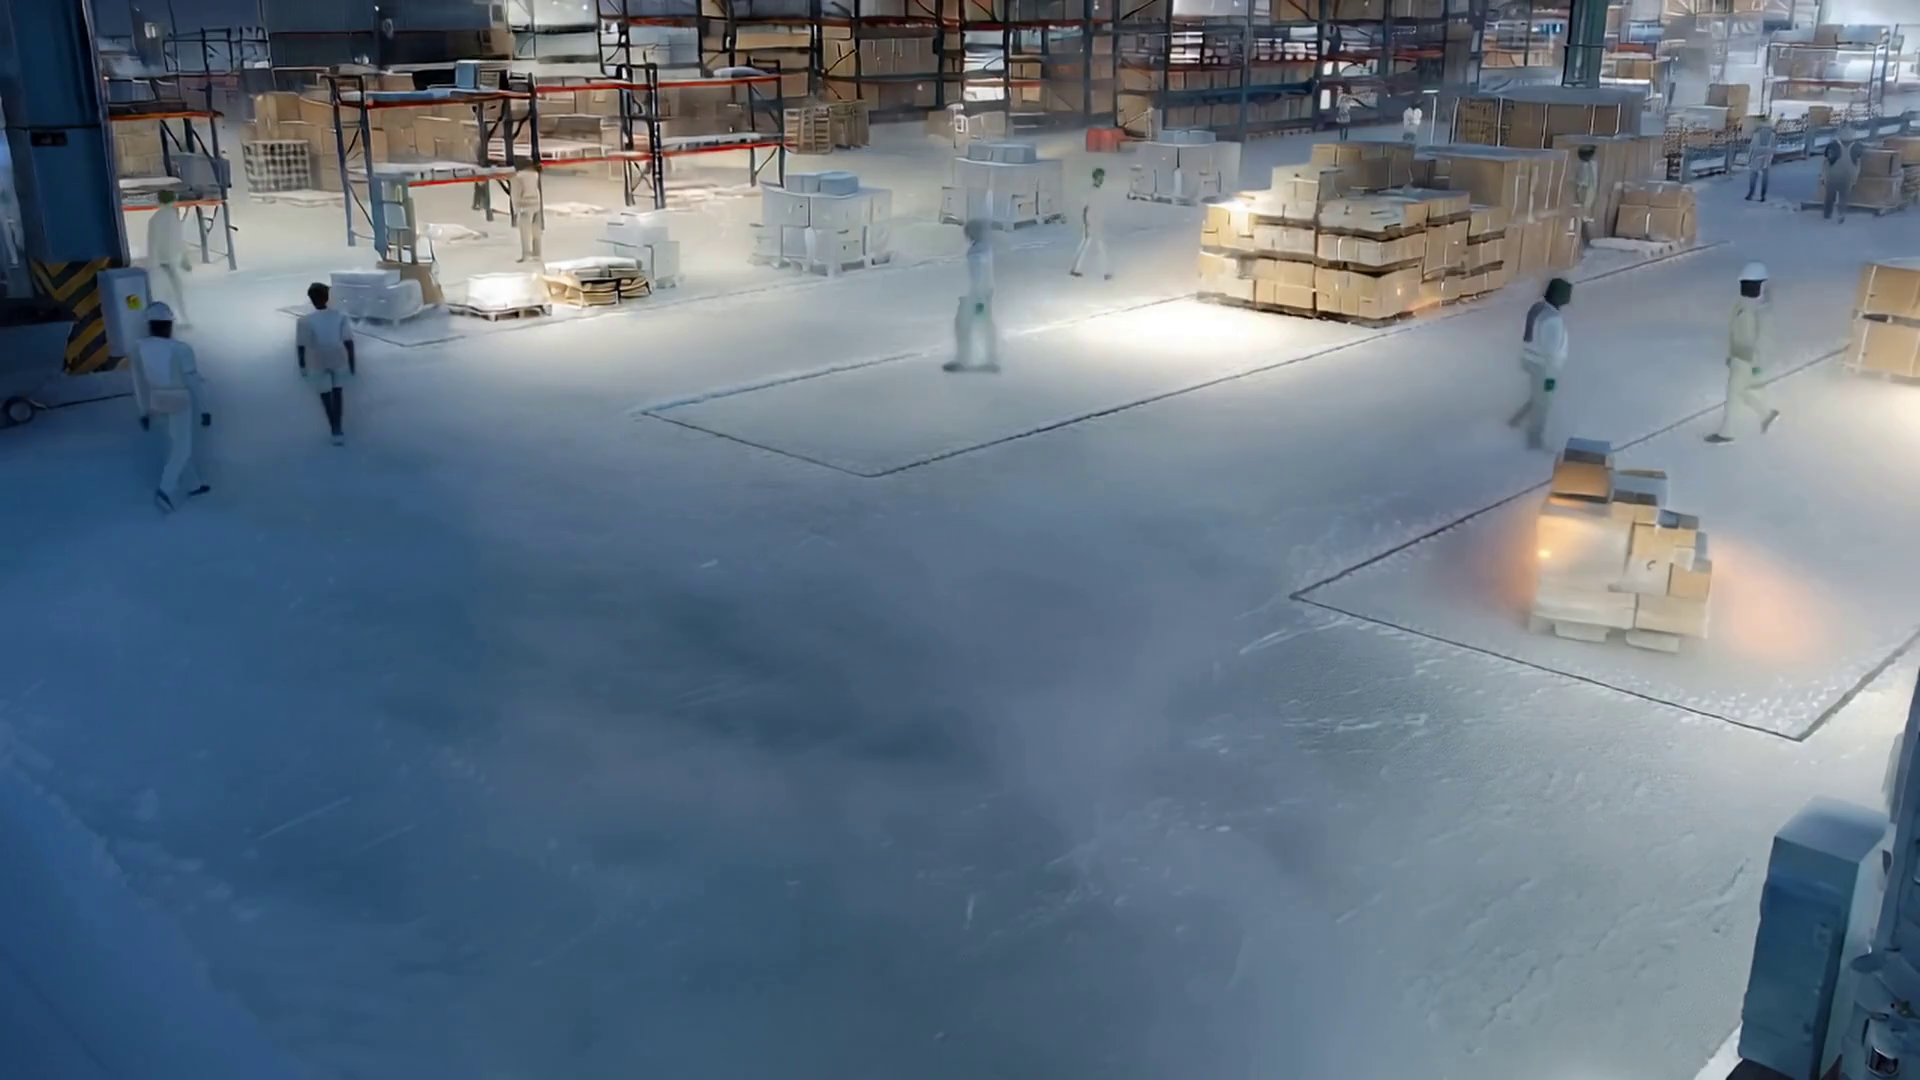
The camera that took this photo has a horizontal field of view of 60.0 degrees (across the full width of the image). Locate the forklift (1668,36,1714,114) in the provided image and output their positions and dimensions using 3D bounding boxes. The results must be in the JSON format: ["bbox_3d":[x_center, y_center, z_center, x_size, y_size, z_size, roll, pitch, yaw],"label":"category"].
[{"bbox_3d":[27.341,-17.291,61.877,1.129,2.768,1.873,17,25,41],"label":"forklift"}]

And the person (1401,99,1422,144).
[{"bbox_3d":[12.287,-11.178,45.346,0.532,1.677,0.481,-1,18,-2],"label":"person"}]

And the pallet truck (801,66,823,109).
[{"bbox_3d":[-4.812,-15.182,56.903,0.823,1.965,1.885,-9,21,-26],"label":"pallet truck"}]

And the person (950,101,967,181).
[{"bbox_3d":[-0.053,-9.732,40.601,0.387,1.929,0.539,11,21,31],"label":"person"}]

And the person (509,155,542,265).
[{"bbox_3d":[-7.406,-5.608,28.302,0.430,1.845,0.621,12,22,31],"label":"person"}]

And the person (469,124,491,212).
[{"bbox_3d":[-10.157,-7.823,35.046,0.363,1.805,0.679,-9,20,-25],"label":"person"}]

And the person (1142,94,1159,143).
[{"bbox_3d":[4.909,-10.533,42.965,0.401,1.949,0.660,-1,18,-4],"label":"person"}]

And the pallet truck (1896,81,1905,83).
[{"bbox_3d":[34.802,-16.331,61.455,0.653,1.274,1.630,17,25,41],"label":"pallet truck"}]

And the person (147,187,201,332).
[{"bbox_3d":[-10.938,-3.848,22.812,0.850,1.966,0.619,2,18,6],"label":"person"}]

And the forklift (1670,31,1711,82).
[{"bbox_3d":[30.893,-19.903,69.747,1.873,2.768,1.129,-4,19,-11],"label":"forklift"}]

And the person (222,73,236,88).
[{"bbox_3d":[-23.752,-14.221,54.151,0.601,1.906,0.443,12,22,32],"label":"person"}]

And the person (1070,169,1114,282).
[{"bbox_3d":[2.147,-5.062,26.730,0.593,1.798,0.997,-14,23,-37],"label":"person"}]

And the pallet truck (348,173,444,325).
[{"bbox_3d":[-8.209,-4.181,23.757,0.823,1.965,1.885,3,19,9],"label":"pallet truck"}]

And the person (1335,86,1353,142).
[{"bbox_3d":[11.773,-13.023,50.861,0.319,1.698,0.538,-10,21,-28],"label":"person"}]

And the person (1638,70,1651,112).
[{"bbox_3d":[25.847,-16.920,62.766,0.814,1.595,0.521,-12,22,-33],"label":"person"}]

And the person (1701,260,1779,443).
[{"bbox_3d":[8.142,-1.925,17.102,0.717,1.911,0.600,1,18,3],"label":"person"}]

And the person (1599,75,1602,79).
[{"bbox_3d":[22.166,-15.552,58.182,0.641,1.899,0.394,14,23,36],"label":"person"}]

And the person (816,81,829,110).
[{"bbox_3d":[-4.486,-14.061,54.017,0.600,1.684,0.534,16,24,40],"label":"person"}]

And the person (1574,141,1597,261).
[{"bbox_3d":[10.742,-5.860,28.749,0.393,2.039,0.613,12,22,32],"label":"person"}]

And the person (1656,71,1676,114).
[{"bbox_3d":[24.161,-15.157,57.110,0.620,1.809,0.732,17,25,42],"label":"person"}]

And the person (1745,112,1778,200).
[{"bbox_3d":[17.795,-8.526,36.959,0.543,1.928,0.371,2,18,7],"label":"person"}]

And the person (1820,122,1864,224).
[{"bbox_3d":[17.533,-7.314,33.130,0.702,2.000,0.634,6,19,18],"label":"person"}]

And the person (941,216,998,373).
[{"bbox_3d":[0.102,-2.971,20.238,0.807,1.909,0.658,4,19,11],"label":"person"}]

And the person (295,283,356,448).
[{"bbox_3d":[-6.567,-1.825,17.179,0.557,1.649,0.847,-13,22,-33],"label":"person"}]

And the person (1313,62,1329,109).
[{"bbox_3d":[13.592,-17.056,62.662,0.634,1.923,0.431,-4,19,-13],"label":"person"}]

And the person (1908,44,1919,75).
[{"bbox_3d":[46.723,-23.280,81.394,0.545,1.938,0.358,-3,19,-10],"label":"person"}]

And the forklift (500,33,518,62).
[{"bbox_3d":[-17.950,-18.779,66.360,1.129,2.768,1.873,17,25,41],"label":"forklift"}]

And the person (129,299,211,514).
[{"bbox_3d":[-7.128,-1.207,14.959,0.593,1.903,0.865,3,19,10],"label":"person"}]

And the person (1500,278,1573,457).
[{"bbox_3d":[5.803,-1.715,16.616,0.488,1.825,0.663,2,18,5],"label":"person"}]
